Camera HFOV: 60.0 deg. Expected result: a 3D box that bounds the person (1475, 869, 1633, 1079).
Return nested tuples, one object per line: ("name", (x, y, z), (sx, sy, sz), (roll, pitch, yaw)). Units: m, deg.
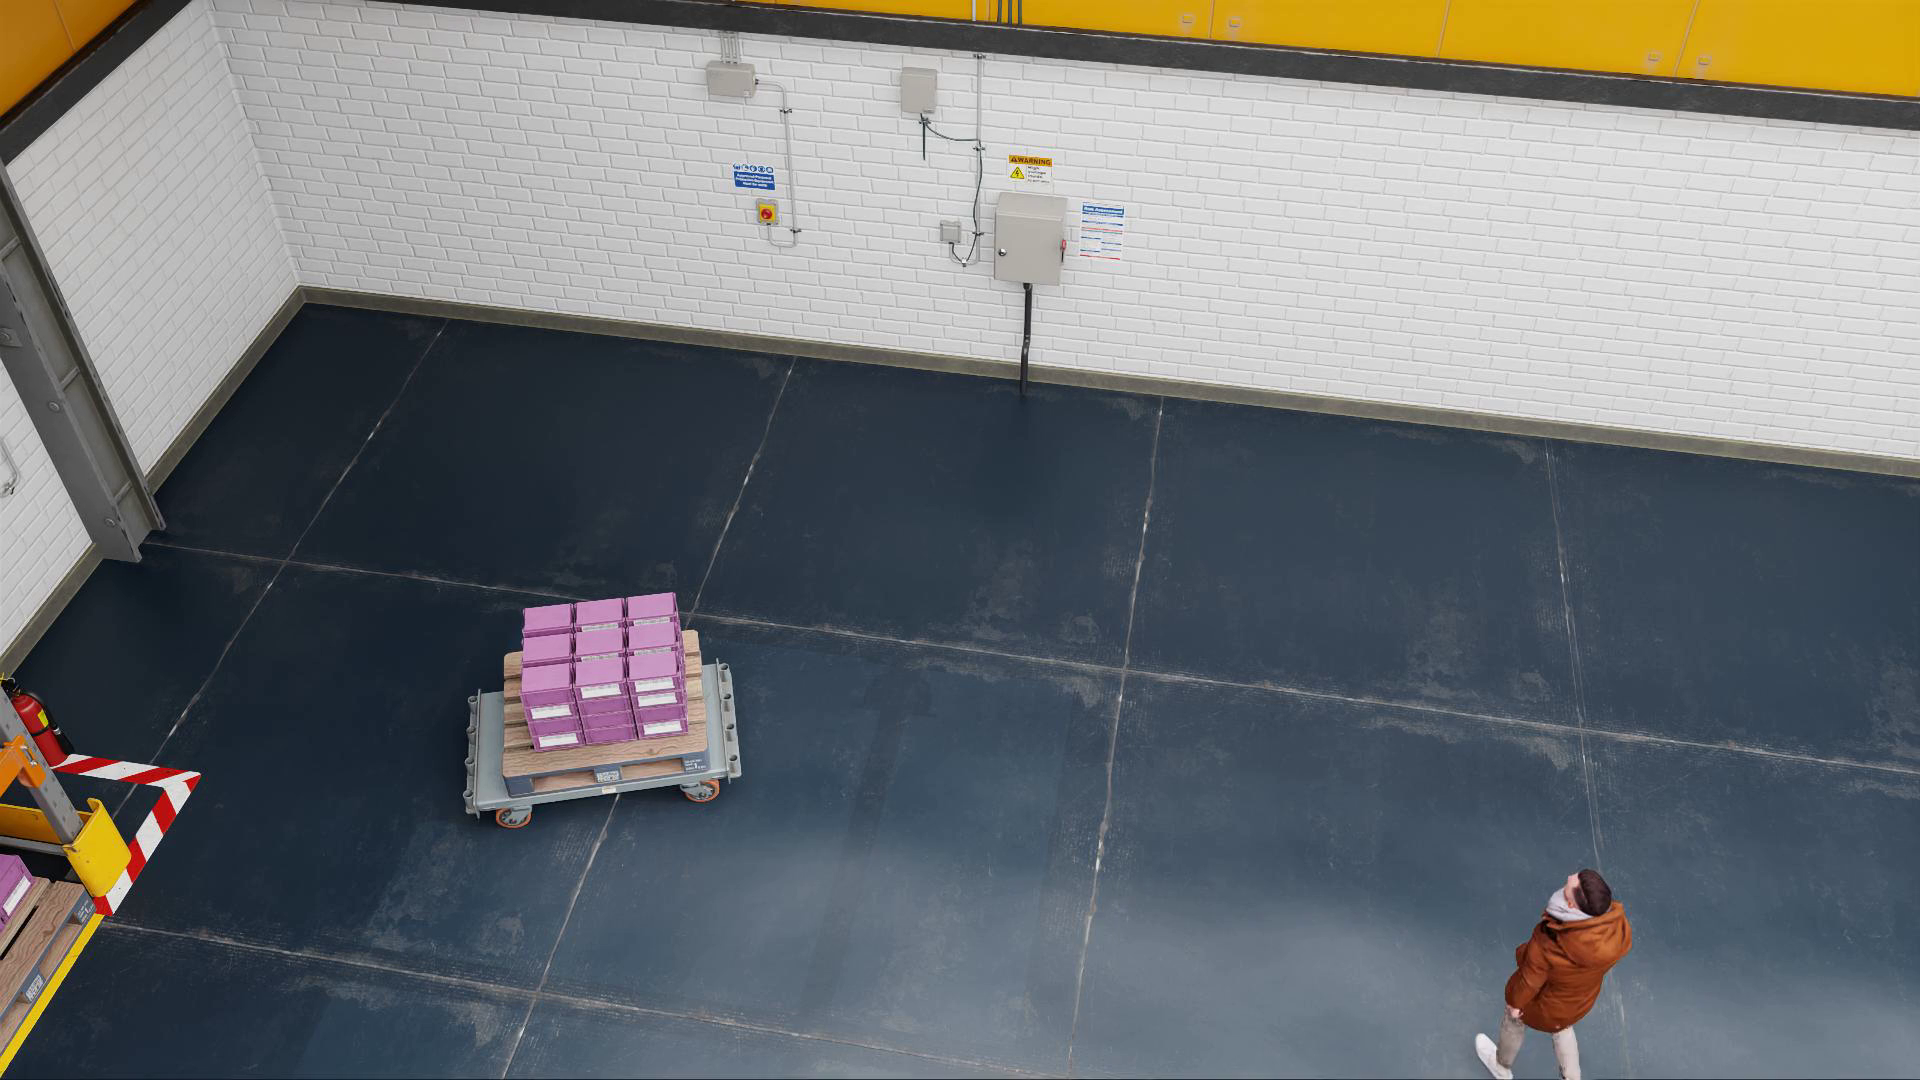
("person", (3.011, 2.301, 8.285), (0.918, 1.820, 1.054), (-10, 45, -10))
